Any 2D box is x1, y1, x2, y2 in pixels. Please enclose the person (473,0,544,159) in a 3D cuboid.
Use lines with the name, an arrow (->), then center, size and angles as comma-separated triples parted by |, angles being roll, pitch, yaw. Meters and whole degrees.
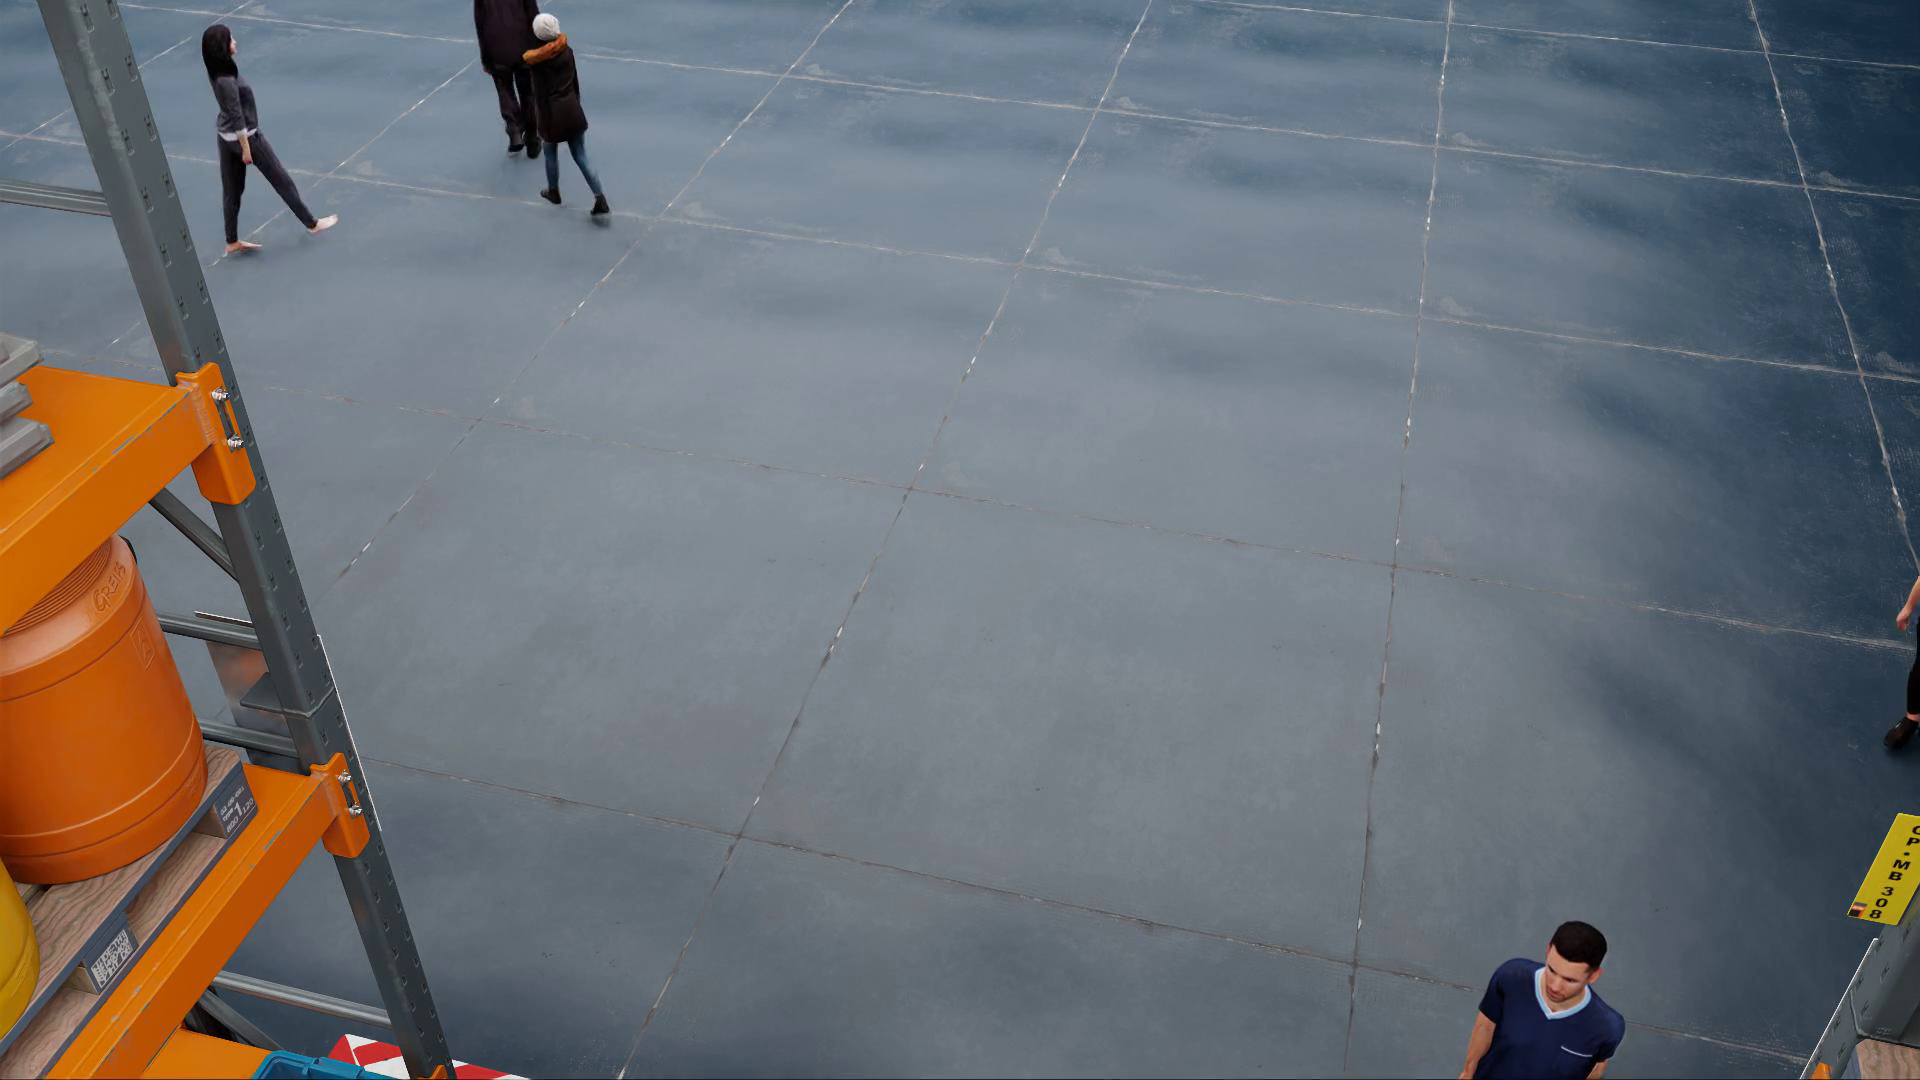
person -> -3.696, -3.982, 13.697 | 0.840, 1.806, 0.862 | -5, 38, -6

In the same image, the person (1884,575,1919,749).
person -> 5.022, 0.321, 8.280 | 0.785, 1.702, 0.740 | -30, 47, -32

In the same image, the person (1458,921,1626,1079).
person -> 2.034, 2.001, 6.013 | 0.683, 1.850, 0.663 | 22, 43, 26

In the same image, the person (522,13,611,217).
person -> -3.049, -3.257, 12.935 | 0.998, 1.602, 1.084 | 30, 47, 32

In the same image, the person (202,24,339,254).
person -> -5.460, -2.941, 12.424 | 1.155, 1.734, 0.969 | -30, 47, -32
